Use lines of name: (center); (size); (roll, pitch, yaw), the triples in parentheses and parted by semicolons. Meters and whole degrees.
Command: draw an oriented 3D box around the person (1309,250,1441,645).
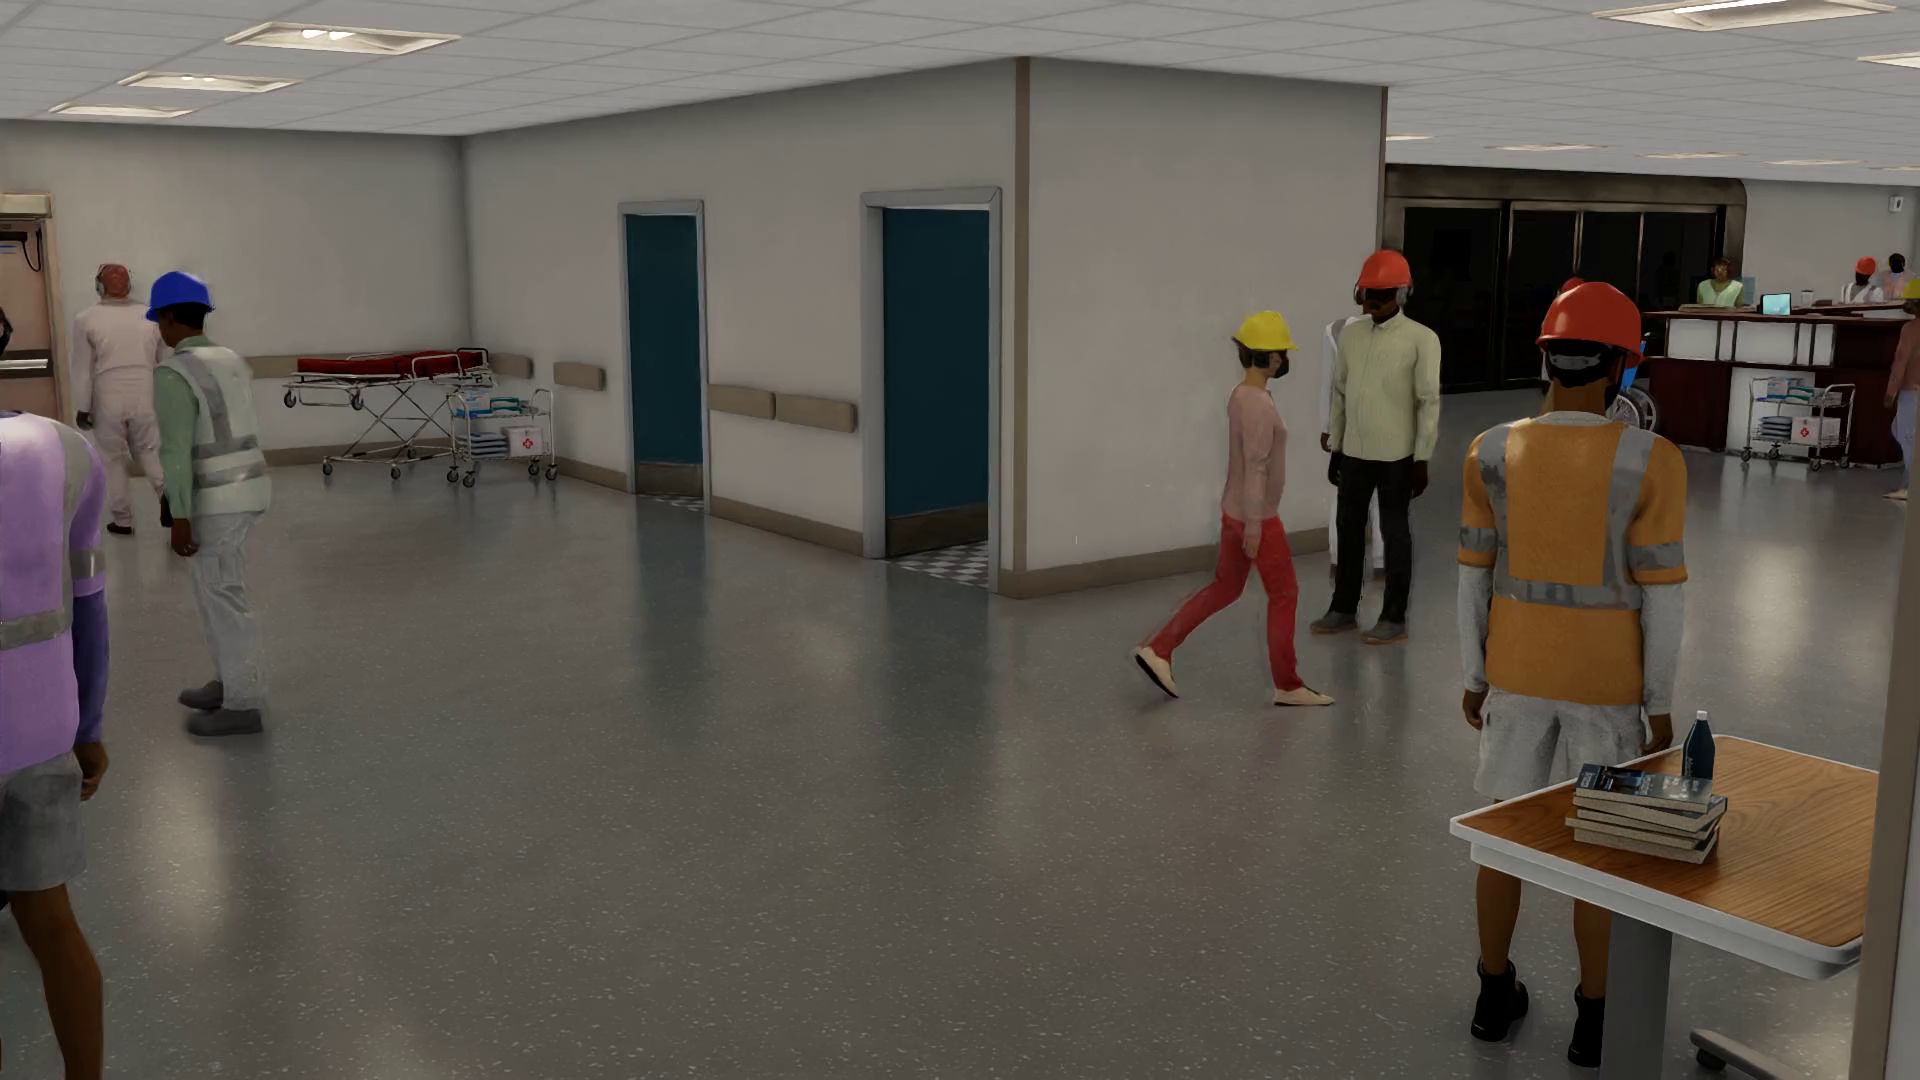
person: (2.098, -0.451, 8.397); (0.425, 1.982, 0.635); (-8, 13, -39)

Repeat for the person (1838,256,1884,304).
person: (11.048, -2.537, 20.375); (0.973, 1.876, 0.553); (-2, 10, -13)

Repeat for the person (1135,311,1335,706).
person: (1.207, -0.125, 7.239); (0.811, 1.740, 0.527); (0, 10, -1)

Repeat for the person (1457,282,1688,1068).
person: (1.508, 0.334, 4.129); (0.543, 1.928, 0.372); (8, 13, 37)

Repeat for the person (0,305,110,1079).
person: (-2.041, 0.409, 3.438); (0.403, 2.031, 0.614); (4, 11, 19)

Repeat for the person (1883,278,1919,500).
person: (7.508, -1.179, 13.114); (0.531, 1.754, 0.385); (-8, 13, -39)

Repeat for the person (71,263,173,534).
person: (-5.752, -0.959, 11.479); (0.614, 1.889, 0.650); (9, 13, 40)

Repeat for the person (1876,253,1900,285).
person: (15.673, -3.899, 28.063); (0.520, 1.857, 0.333); (9, 13, 41)

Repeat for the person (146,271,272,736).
person: (-3.147, -0.151, 6.945); (0.556, 1.910, 0.620); (0, 10, 0)

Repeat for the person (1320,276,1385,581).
person: (2.447, -0.684, 9.993); (0.568, 1.878, 0.351); (3, 11, 15)

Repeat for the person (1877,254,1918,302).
person: (15.453, -3.799, 27.527); (0.626, 1.843, 0.430); (9, 13, 41)

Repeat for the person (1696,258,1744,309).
person: (9.980, -2.793, 21.947); (0.570, 1.825, 0.458); (8, 13, 37)
